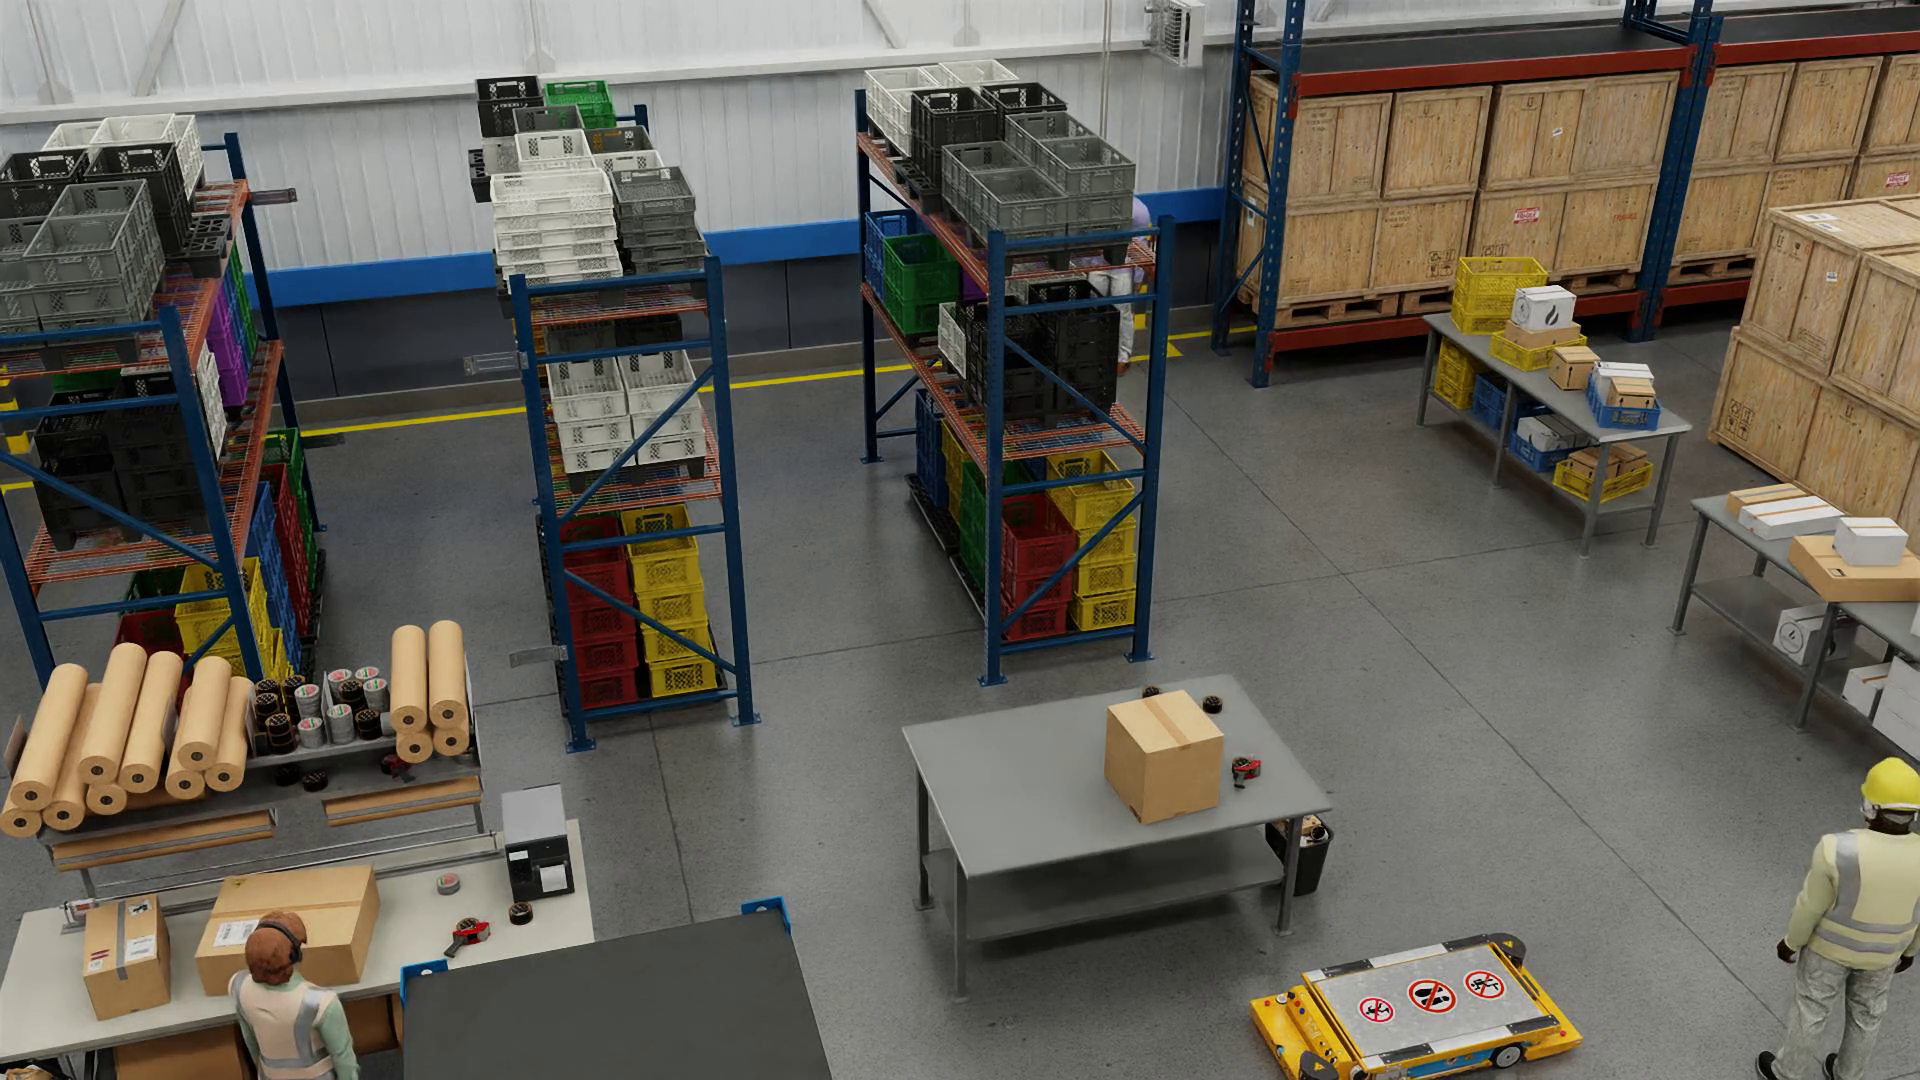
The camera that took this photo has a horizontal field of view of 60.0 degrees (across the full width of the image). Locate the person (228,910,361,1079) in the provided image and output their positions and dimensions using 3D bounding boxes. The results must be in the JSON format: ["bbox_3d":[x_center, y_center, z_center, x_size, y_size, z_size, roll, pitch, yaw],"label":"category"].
[{"bbox_3d":[-2.644,2.197,6.734,0.515,1.633,0.315,9,30,16],"label":"person"}]

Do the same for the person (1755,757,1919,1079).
[{"bbox_3d":[3.937,1.752,7.345,0.588,1.823,0.403,3,29,5],"label":"person"}]

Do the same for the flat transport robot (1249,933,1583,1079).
[{"bbox_3d":[2.184,2.282,7.980,1.431,0.197,0.652,-8,30,-14],"label":"flat transport robot"}]

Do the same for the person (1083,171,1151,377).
[{"bbox_3d":[1.370,-2.407,14.805,0.631,1.932,0.366,19,34,30],"label":"person"}]
